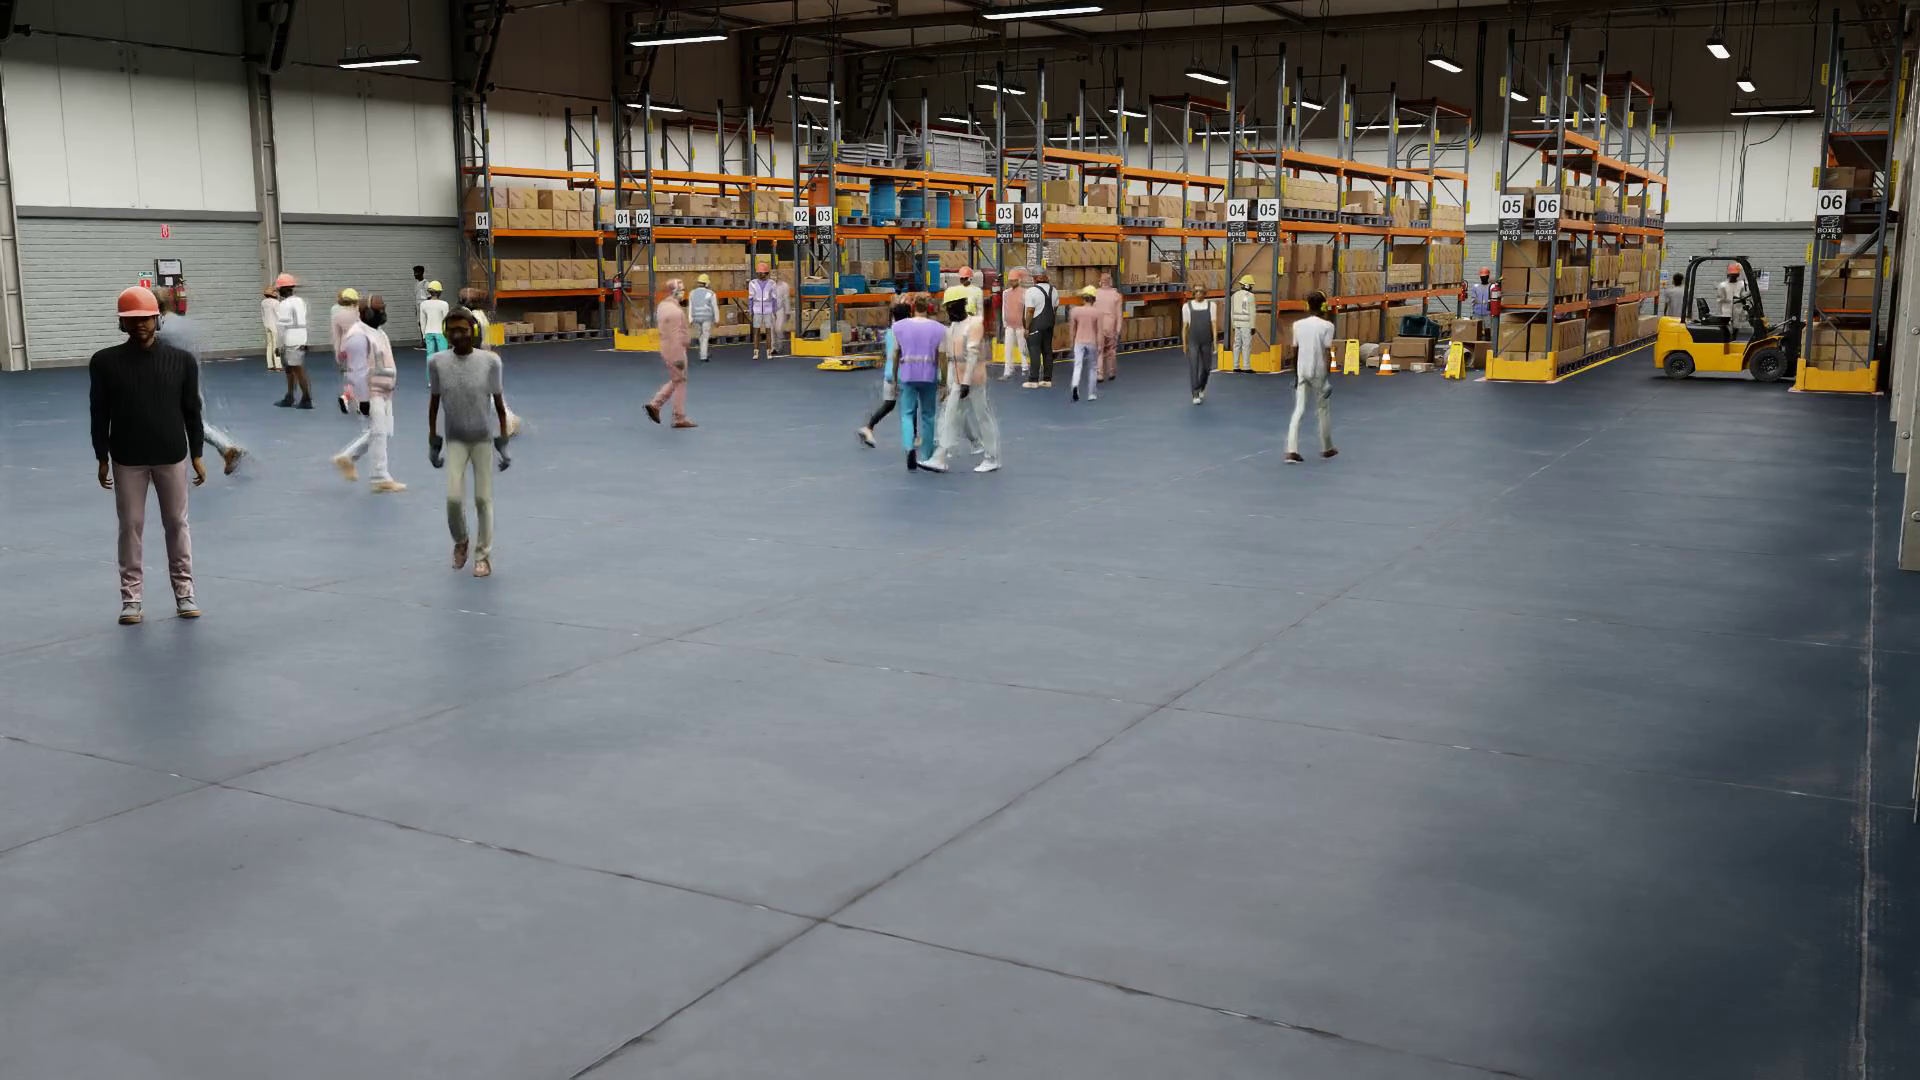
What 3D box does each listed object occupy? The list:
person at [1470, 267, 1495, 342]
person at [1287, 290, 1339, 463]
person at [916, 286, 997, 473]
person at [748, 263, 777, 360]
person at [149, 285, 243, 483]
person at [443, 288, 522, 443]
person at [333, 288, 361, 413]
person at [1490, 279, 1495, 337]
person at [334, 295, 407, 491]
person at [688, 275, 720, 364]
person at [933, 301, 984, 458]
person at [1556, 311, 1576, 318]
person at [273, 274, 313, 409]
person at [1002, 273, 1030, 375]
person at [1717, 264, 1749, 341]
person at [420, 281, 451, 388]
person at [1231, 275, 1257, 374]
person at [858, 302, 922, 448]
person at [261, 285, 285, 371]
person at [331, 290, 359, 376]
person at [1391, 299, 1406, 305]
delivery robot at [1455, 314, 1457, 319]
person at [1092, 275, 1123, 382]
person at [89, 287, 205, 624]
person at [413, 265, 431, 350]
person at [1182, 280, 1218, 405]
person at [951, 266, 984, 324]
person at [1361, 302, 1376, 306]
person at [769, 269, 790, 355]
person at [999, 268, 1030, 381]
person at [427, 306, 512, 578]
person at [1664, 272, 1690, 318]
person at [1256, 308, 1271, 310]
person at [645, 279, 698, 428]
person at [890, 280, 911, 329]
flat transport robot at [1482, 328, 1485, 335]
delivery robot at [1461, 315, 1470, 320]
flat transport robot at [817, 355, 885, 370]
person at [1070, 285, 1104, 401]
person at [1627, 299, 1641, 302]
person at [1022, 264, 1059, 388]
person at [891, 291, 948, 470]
[{"bbox_3d":[11.177,-4.851,35.540,0.553,1.935,0.364,5,11,29],"label":"person"},{"bbox_3d":[3.734,-1.730,17.624,0.542,1.819,0.973,8,12,39],"label":"person"},{"bbox_3d":[-0.009,-1.581,16.583,0.973,1.860,0.633,-7,12,-35],"label":"person"},{"bbox_3d":[-4.132,-4.787,34.889,0.605,2.033,0.392,-1,10,-5],"label":"person"},{"bbox_3d":[-7.488,-1.499,16.029,0.882,1.908,0.625,-2,10,-14],"label":"person"},{"bbox_3d":[-5.629,-2.040,19.456,0.838,1.820,0.628,-1,10,-6],"label":"person"},{"bbox_3d":[-8.432,-2.612,23.016,0.528,1.746,0.781,3,10,14],"label":"person"},{"bbox_3d":[14.443,-6.288,44.908,0.506,1.607,0.560,5,11,26],"label":"person"},{"bbox_3d":[-5.499,-1.352,15.387,0.624,1.826,0.635,0,10,0],"label":"person"},{"bbox_3d":[-5.178,-4.507,33.947,0.605,1.788,0.914,3,10,17],"label":"person"},{"bbox_3d":[0.023,-1.728,17.979,0.875,1.675,0.497,-7,12,-37],"label":"person"},{"bbox_3d":[15.048,-5.811,41.385,0.658,1.872,0.936,3,10,15],"label":"person"},{"bbox_3d":[-9.603,-2.814,23.679,0.748,1.912,0.581,1,10,5],"label":"person"},{"bbox_3d":[1.062,-3.953,30.447,0.574,1.883,0.360,4,10,20],"label":"person"},{"bbox_3d":[16.448,-4.872,35.457,0.616,2.020,0.894,3,10,19],"label":"person"},{"bbox_3d":[-8.649,-3.392,27.495,0.523,1.768,0.323,2,10,11],"label":"person"},{"bbox_3d":[5.255,-3.968,30.701,0.404,1.825,0.592,-6,11,-31],"label":"person"},{"bbox_3d":[-0.762,-1.845,18.759,0.803,1.671,0.537,-6,11,-31],"label":"person"},{"bbox_3d":[-13.006,-4.006,31.513,0.500,1.626,0.307,6,11,31],"label":"person"},{"bbox_3d":[-11.098,-3.738,30.092,0.533,1.575,0.854,-5,11,-26],"label":"person"},{"bbox_3d":[11.982,-6.580,45.768,0.596,1.903,0.458,7,12,34],"label":"person"},{"bbox_3d":[13.752,-6.033,46.229,0.477,0.478,0.707,-5,11,-27],"label":"delivery robot"},{"bbox_3d":[2.517,-3.669,28.882,0.639,1.851,1.012,2,10,11],"label":"person"},{"bbox_3d":[-4.839,-0.506,9.933,0.608,1.995,0.377,-5,11,-27],"label":"person"},{"bbox_3d":[-12.463,-5.381,38.562,0.614,1.962,0.362,9,13,43],"label":"person"},{"bbox_3d":[3.538,-2.930,24.607,0.526,1.830,0.716,0,10,0],"label":"person"},{"bbox_3d":[0.109,-3.848,29.516,0.611,1.990,0.392,3,10,18],"label":"person"},{"bbox_3d":[11.153,-6.370,45.353,0.368,1.629,0.519,-8,13,-39],"label":"person"},{"bbox_3d":[-4.119,-5.029,36.748,0.691,1.877,0.646,2,10,10],"label":"person"},{"bbox_3d":[1.049,-3.789,29.256,0.624,1.967,0.860,8,13,41],"label":"person"},{"bbox_3d":[-3.323,-0.658,11.268,0.550,1.849,0.397,-2,10,-12],"label":"person"},{"bbox_3d":[14.550,-4.506,33.761,0.522,1.852,0.622,5,11,26],"label":"person"},{"bbox_3d":[6.522,-4.924,36.024,0.560,1.911,0.657,5,11,27],"label":"person"},{"bbox_3d":[-3.645,-2.353,21.038,0.542,1.893,0.667,-5,11,-26],"label":"person"},{"bbox_3d":[-1.281,-4.885,36.580,0.567,1.651,0.884,5,11,28],"label":"person"},{"bbox_3d":[14.724,-5.758,45.724,0.652,0.197,1.431,5,11,27],"label":"flat transport robot"},{"bbox_3d":[13.843,-5.932,45.640,0.707,0.478,0.477,0,10,0],"label":"delivery robot"},{"bbox_3d":[-2.099,-3.437,32.134,0.652,0.197,1.431,5,11,27],"label":"flat transport robot"},{"bbox_3d":[1.878,-2.935,24.877,0.522,1.744,0.728,3,10,16],"label":"person"},{"bbox_3d":[17.692,-6.269,43.971,0.793,1.886,0.613,5,11,26],"label":"person"},{"bbox_3d":[1.280,-3.552,27.633,0.683,2.000,0.538,-9,13,-42],"label":"person"},{"bbox_3d":[-0.416,-1.608,16.880,0.599,1.821,0.705,1,10,3],"label":"person"}]
